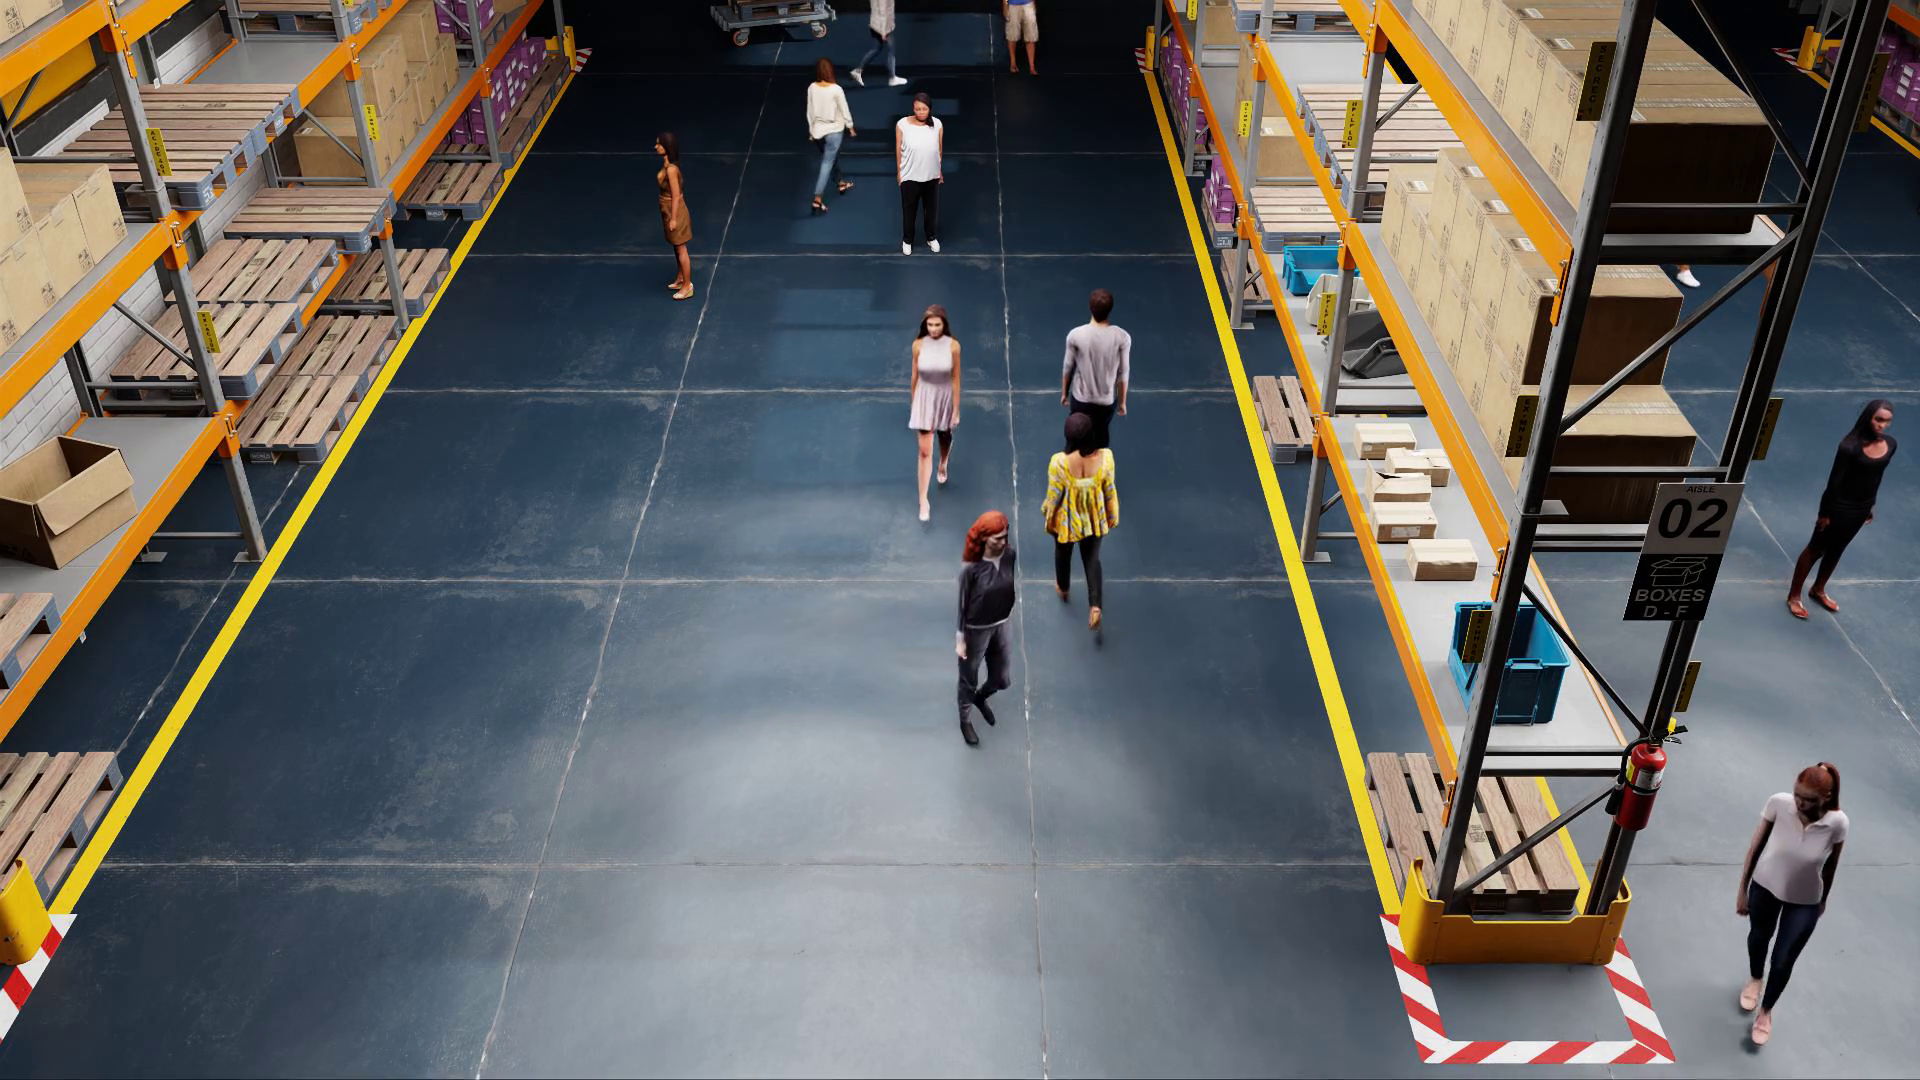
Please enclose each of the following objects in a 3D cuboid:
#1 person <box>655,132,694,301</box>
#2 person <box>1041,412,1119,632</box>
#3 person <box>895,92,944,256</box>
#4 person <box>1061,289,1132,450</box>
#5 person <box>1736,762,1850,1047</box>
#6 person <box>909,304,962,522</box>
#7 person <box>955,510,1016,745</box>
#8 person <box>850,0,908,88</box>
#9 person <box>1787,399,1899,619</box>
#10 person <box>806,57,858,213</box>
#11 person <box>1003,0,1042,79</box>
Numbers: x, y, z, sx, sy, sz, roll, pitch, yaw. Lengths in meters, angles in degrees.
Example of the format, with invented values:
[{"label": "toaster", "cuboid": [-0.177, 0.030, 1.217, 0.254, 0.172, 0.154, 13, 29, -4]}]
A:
[{"label": "person", "cuboid": [-2.800, -3.191, 16.320, 0.680, 1.690, 0.546, -11, 35, -16]}, {"label": "person", "cuboid": [0.863, -0.104, 11.729, 0.783, 1.631, 1.041, -4, 34, -6]}, {"label": "person", "cuboid": [-0.405, -3.812, 17.258, 0.700, 1.687, 0.670, -6, 34, -10]}, {"label": "person", "cuboid": [1.045, -1.062, 13.018, 0.671, 1.800, 1.136, 1, 34, 1]}, {"label": "person", "cuboid": [4.368, 1.805, 8.779, 0.788, 1.718, 0.866, 19, 38, 27]}, {"label": "person", "cuboid": [-0.167, -1.079, 13.122, 0.635, 1.713, 1.157, 3, 34, 5]}, {"label": "person", "cuboid": [0.121, 0.520, 10.672, 0.728, 1.763, 0.742, -14, 36, -20]}, {"label": "person", "cuboid": [-1.094, -6.676, 21.629, 0.958, 1.617, 1.039, -15, 37, -22]}, {"label": "person", "cuboid": [6.308, -0.230, 11.838, 0.659, 1.720, 0.591, -9, 35, -13]}, {"label": "person", "cuboid": [-1.484, -4.387, 18.169, 0.993, 1.636, 1.181, 19, 38, 26]}, {"label": "person", "cuboid": [0.769, -7.121, 22.103, 0.787, 1.834, 1.153, -6, 34, -9]}]
